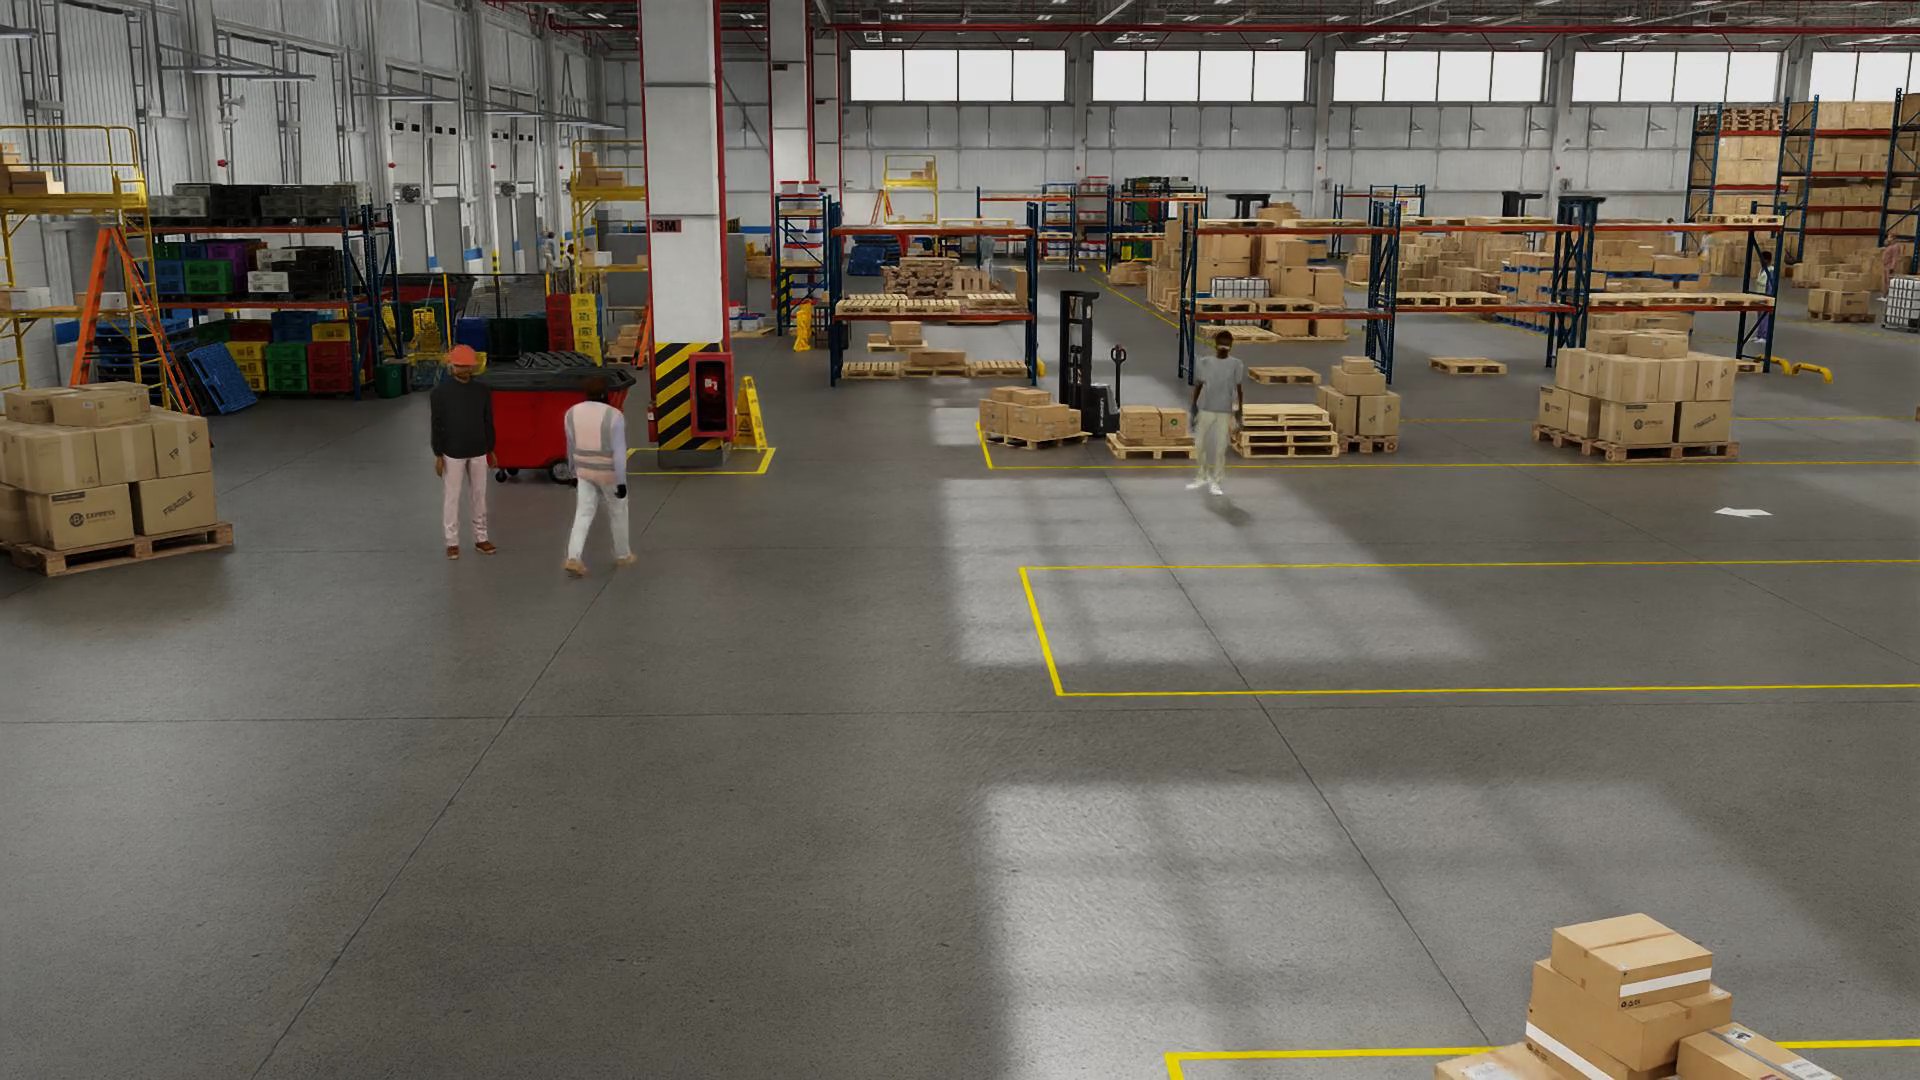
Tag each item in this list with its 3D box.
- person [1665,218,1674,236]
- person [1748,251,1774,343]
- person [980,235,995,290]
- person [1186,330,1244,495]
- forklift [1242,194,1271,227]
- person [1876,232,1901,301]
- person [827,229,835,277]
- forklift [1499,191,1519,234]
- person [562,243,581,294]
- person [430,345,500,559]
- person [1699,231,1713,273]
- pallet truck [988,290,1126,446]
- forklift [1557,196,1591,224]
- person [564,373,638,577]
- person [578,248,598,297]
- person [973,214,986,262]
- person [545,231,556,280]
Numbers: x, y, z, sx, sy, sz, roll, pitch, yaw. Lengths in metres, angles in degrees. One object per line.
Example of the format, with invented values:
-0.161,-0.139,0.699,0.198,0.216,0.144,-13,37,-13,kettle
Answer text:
25.251,-10.516,59.345,0.373,1.940,0.628,11,16,40,person
16.907,-5.100,34.945,0.392,1.916,0.592,1,13,5,person
0.801,-8.401,49.798,0.372,1.940,0.629,7,14,28,person
2.845,-1.416,18.495,0.625,1.844,0.467,4,13,17,person
9.901,-10.202,55.782,1.129,2.768,1.873,-6,14,-24,forklift
25.784,-7.579,46.149,0.408,1.913,0.642,3,13,11,person
-4.425,-10.038,57.267,0.628,1.912,0.779,-8,15,-32,person
20.733,-11.779,62.905,1.873,2.768,1.129,0,12,-2,forklift
-9.386,-6.266,40.369,0.508,1.844,0.332,-4,13,-16,person
-4.592,-0.817,15.464,0.637,1.986,0.413,-11,16,-40,person
26.510,-10.278,58.985,0.607,1.619,0.520,-3,13,-13,person
1.257,-2.299,22.111,1.885,1.965,0.823,-9,15,-35,pallet truck
18.667,-9.105,50.830,1.129,2.768,1.873,-1,13,-3,forklift
-3.233,-0.580,14.792,0.631,1.806,0.917,5,13,20,person
-8.582,-5.809,38.309,0.586,1.855,0.922,-5,13,-21,person
0.780,-11.852,65.416,0.561,1.922,0.603,-2,13,-10,person
-13.579,-9.401,55.054,0.372,1.610,0.666,-7,14,-29,person
